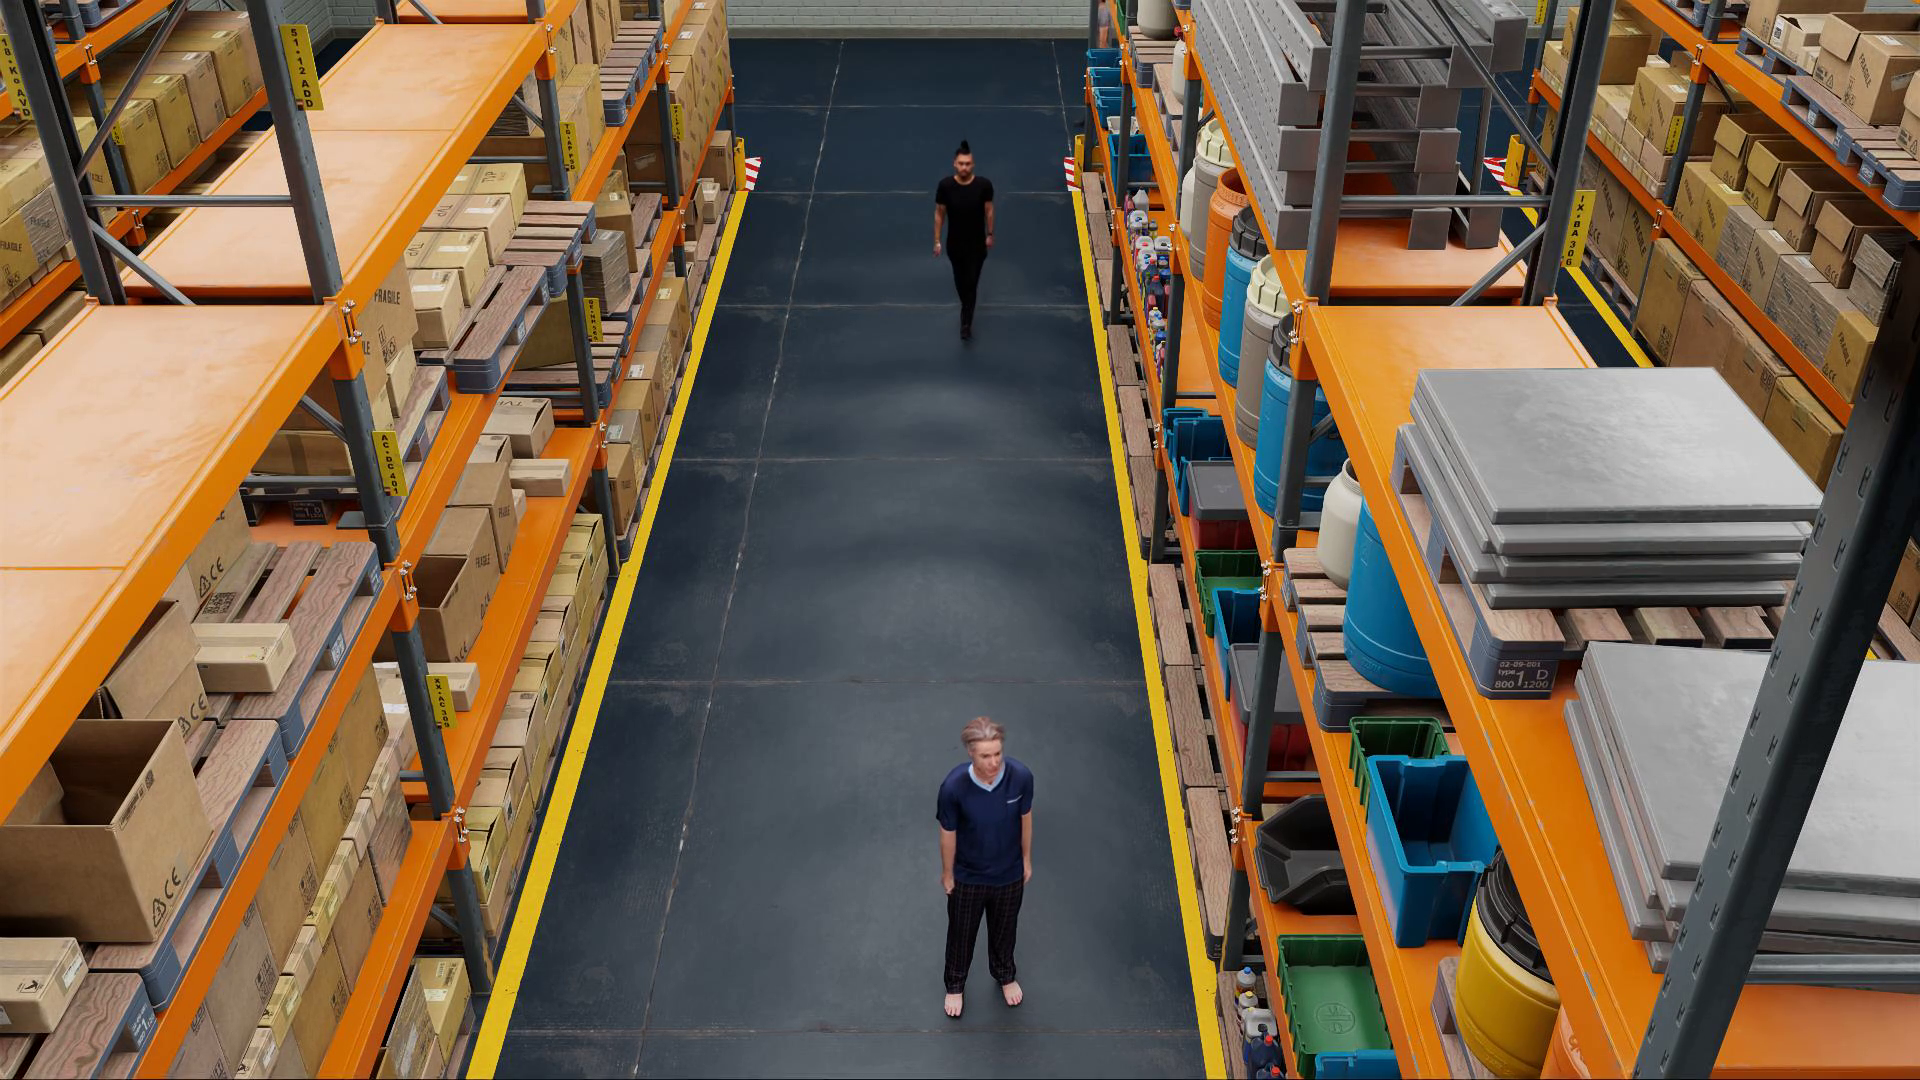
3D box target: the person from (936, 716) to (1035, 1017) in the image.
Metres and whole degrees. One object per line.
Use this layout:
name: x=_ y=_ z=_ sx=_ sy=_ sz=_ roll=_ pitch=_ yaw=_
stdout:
person: x=0.128 y=1.663 z=8.514 sx=0.707 sy=1.872 sz=0.616 roll=-7 pitch=34 yaw=-10

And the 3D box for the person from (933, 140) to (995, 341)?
person: x=0.046 y=-2.820 z=15.457 sx=0.774 sy=1.818 sz=1.165 roll=3 pitch=33 yaw=5

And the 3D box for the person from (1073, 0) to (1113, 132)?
person: x=1.732 y=-5.850 z=20.180 sx=0.753 sy=1.747 sz=0.681 roll=-3 pitch=33 yaw=-4
